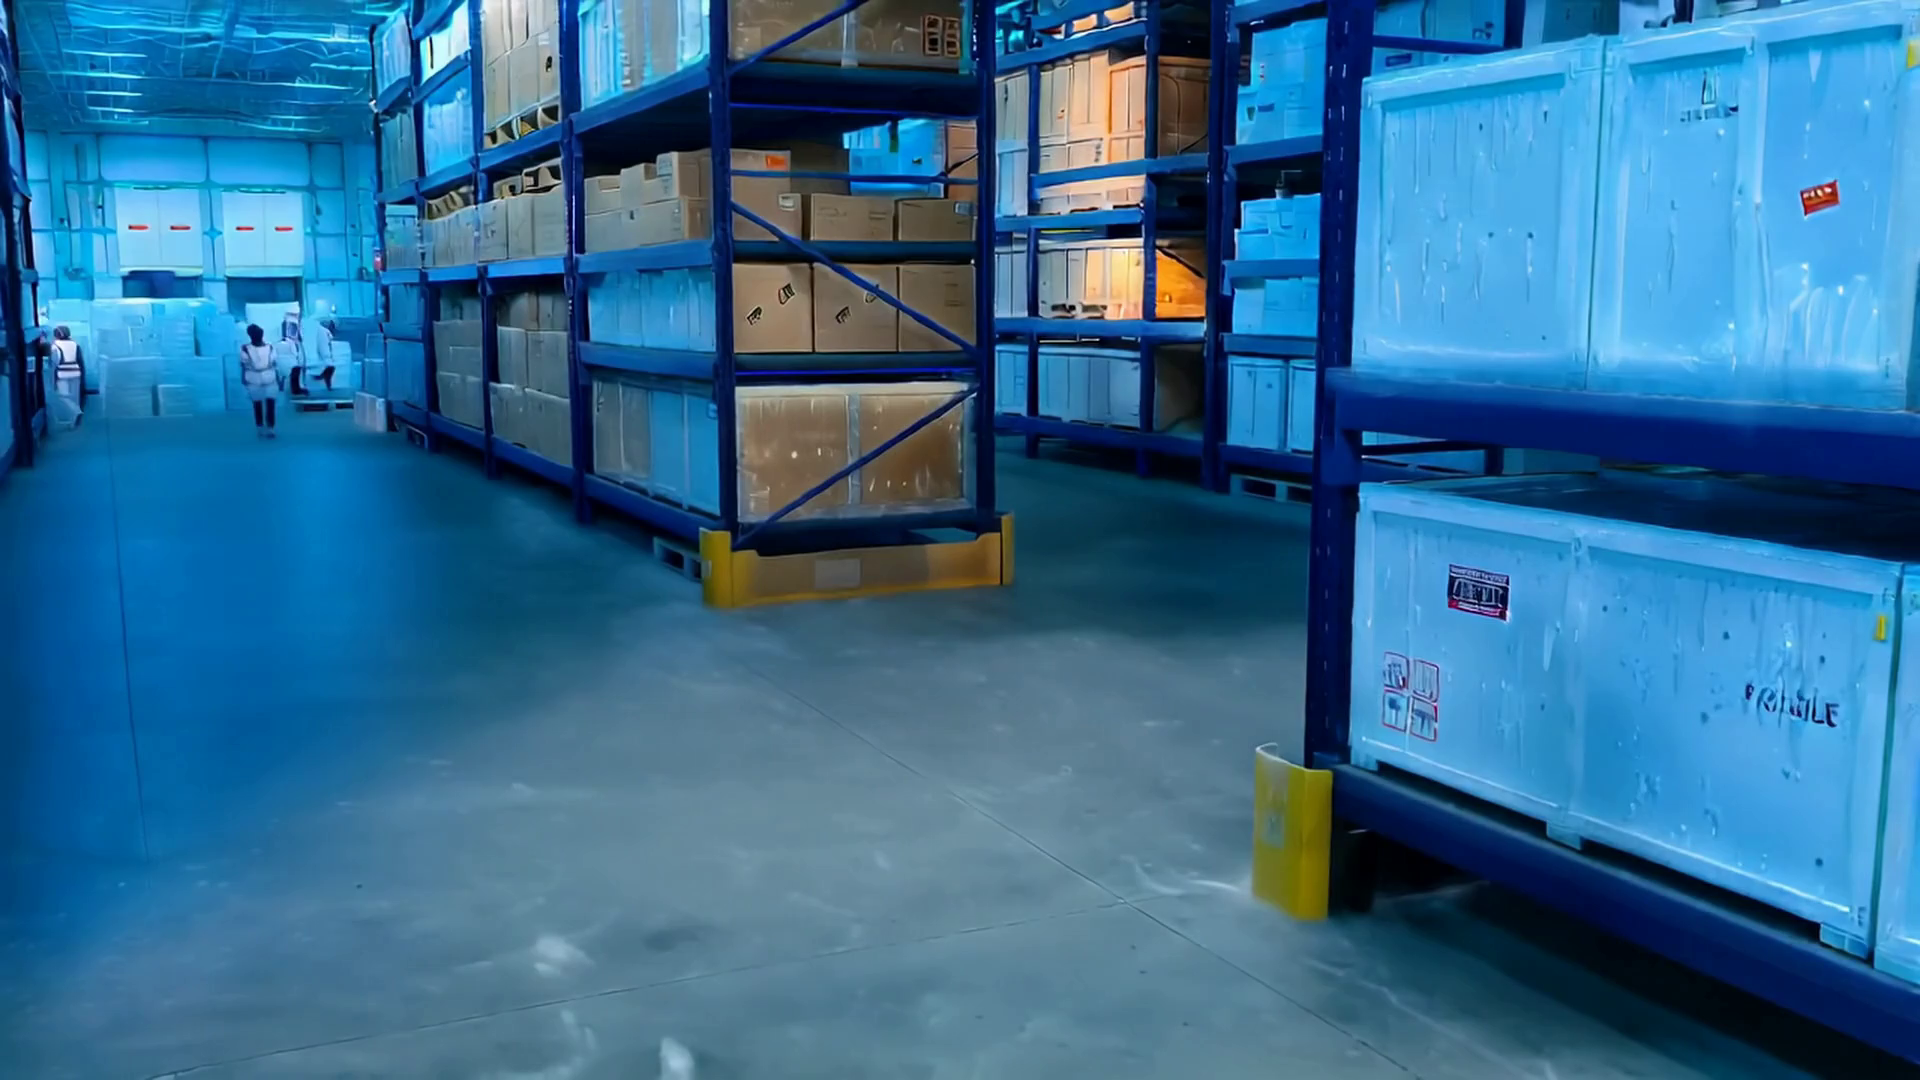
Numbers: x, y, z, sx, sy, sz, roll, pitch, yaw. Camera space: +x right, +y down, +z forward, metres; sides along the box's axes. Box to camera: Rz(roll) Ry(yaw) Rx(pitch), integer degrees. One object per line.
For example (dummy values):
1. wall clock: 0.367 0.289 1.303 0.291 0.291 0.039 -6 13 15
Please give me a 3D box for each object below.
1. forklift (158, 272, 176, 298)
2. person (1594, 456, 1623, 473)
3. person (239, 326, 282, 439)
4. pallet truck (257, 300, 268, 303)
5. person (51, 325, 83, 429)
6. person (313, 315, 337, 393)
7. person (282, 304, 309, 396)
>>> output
1. forklift: -24.191 -6.780 50.842 1.873 2.768 1.129 -3 9 -19
2. person: 4.328 -0.529 11.478 0.963 1.797 0.620 -7 11 -41
3. person: -10.114 -2.286 24.090 0.589 1.629 0.875 -5 10 -30
4. pallet truck: -23.913 -7.404 58.171 1.885 1.965 0.823 -1 8 -9
5. person: -13.798 -2.519 25.735 0.394 1.620 0.544 3 9 22
6. person: -13.562 -3.958 35.465 0.448 1.685 0.547 -7 11 -41
7. person: -13.970 -3.933 34.557 0.680 1.919 0.541 -5 10 -30
